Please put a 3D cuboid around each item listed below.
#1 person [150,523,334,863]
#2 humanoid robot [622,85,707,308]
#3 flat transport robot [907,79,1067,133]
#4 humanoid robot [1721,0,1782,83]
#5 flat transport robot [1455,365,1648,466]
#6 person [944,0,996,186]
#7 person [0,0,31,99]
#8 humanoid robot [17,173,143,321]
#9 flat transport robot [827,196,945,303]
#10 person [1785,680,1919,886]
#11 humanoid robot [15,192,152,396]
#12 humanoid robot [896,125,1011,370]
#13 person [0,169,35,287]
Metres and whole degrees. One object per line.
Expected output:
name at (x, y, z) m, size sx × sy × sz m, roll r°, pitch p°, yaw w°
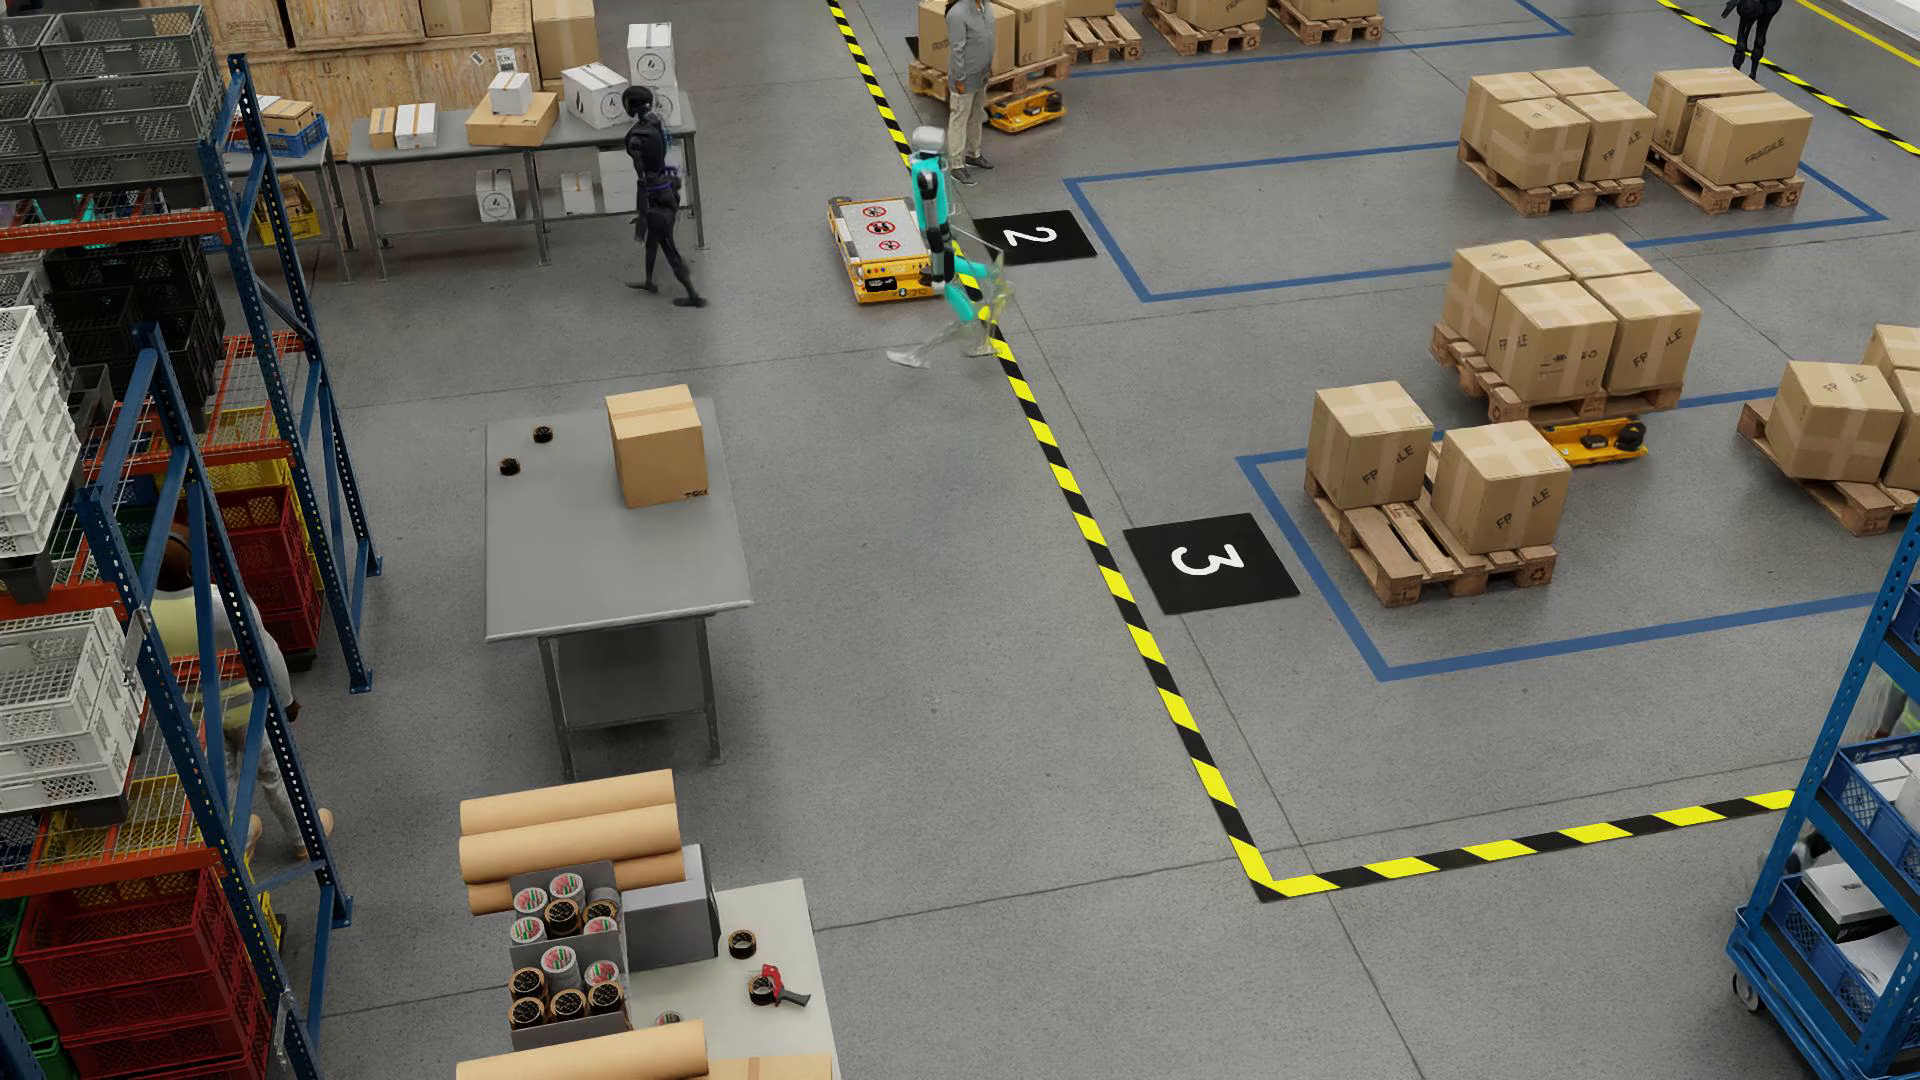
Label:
person at (-3.221, 0.700, 7.295) m, size 0.621 × 1.845 × 0.430 m, roll -2°, pitch 37°, yaw -3°
humanoid robot at (-2.146, -2.374, 11.578) m, size 0.631 × 1.642 × 0.589 m, roll 4°, pitch 37°, yaw 5°
flat transport robot at (0.229, -4.037, 14.956) m, size 0.652 × 0.197 × 1.431 m, roll -28°, pitch 45°, yaw -32°
humanoid robot at (7.166, -4.882, 14.923) m, size 0.599 × 1.657 × 0.315 m, roll -15°, pitch 39°, yaw -19°
flat transport robot at (3.809, -0.962, 10.823) m, size 0.652 × 0.197 × 1.431 m, roll -8°, pitch 37°, yaw -10°
person at (0.073, -3.770, 13.362) m, size 0.398 × 1.769 × 0.560 m, roll 18°, pitch 40°, yaw 22°
person at (-8.408, -4.527, 14.258) m, size 0.392 × 1.917 × 0.602 m, roll 9°, pitch 38°, yaw 12°
humanoid robot at (-5.530, -1.858, 10.820) m, size 0.751 × 1.786 × 0.530 m, roll -2°, pitch 37°, yaw -2°
flat transport robot at (-0.570, -2.220, 12.538) m, size 0.659 × 0.231 × 1.431 m, roll -8°, pitch 37°, yaw -10°
person at (4.036, 0.920, 7.012) m, size 0.608 × 1.833 × 0.585 m, roll -5°, pitch 37°, yaw -7°
humanoid robot at (-5.265, -1.406, 10.130) m, size 0.531 × 1.689 × 0.734 m, roll -14°, pitch 39°, yaw -18°
humanoid robot at (0.051, -1.872, 10.798) m, size 0.767 × 1.723 × 0.537 m, roll -2°, pitch 37°, yaw -2°
person at (-5.934, -1.824, 10.548) m, size 0.608 × 2.013 × 0.654 m, roll -8°, pitch 37°, yaw -10°
